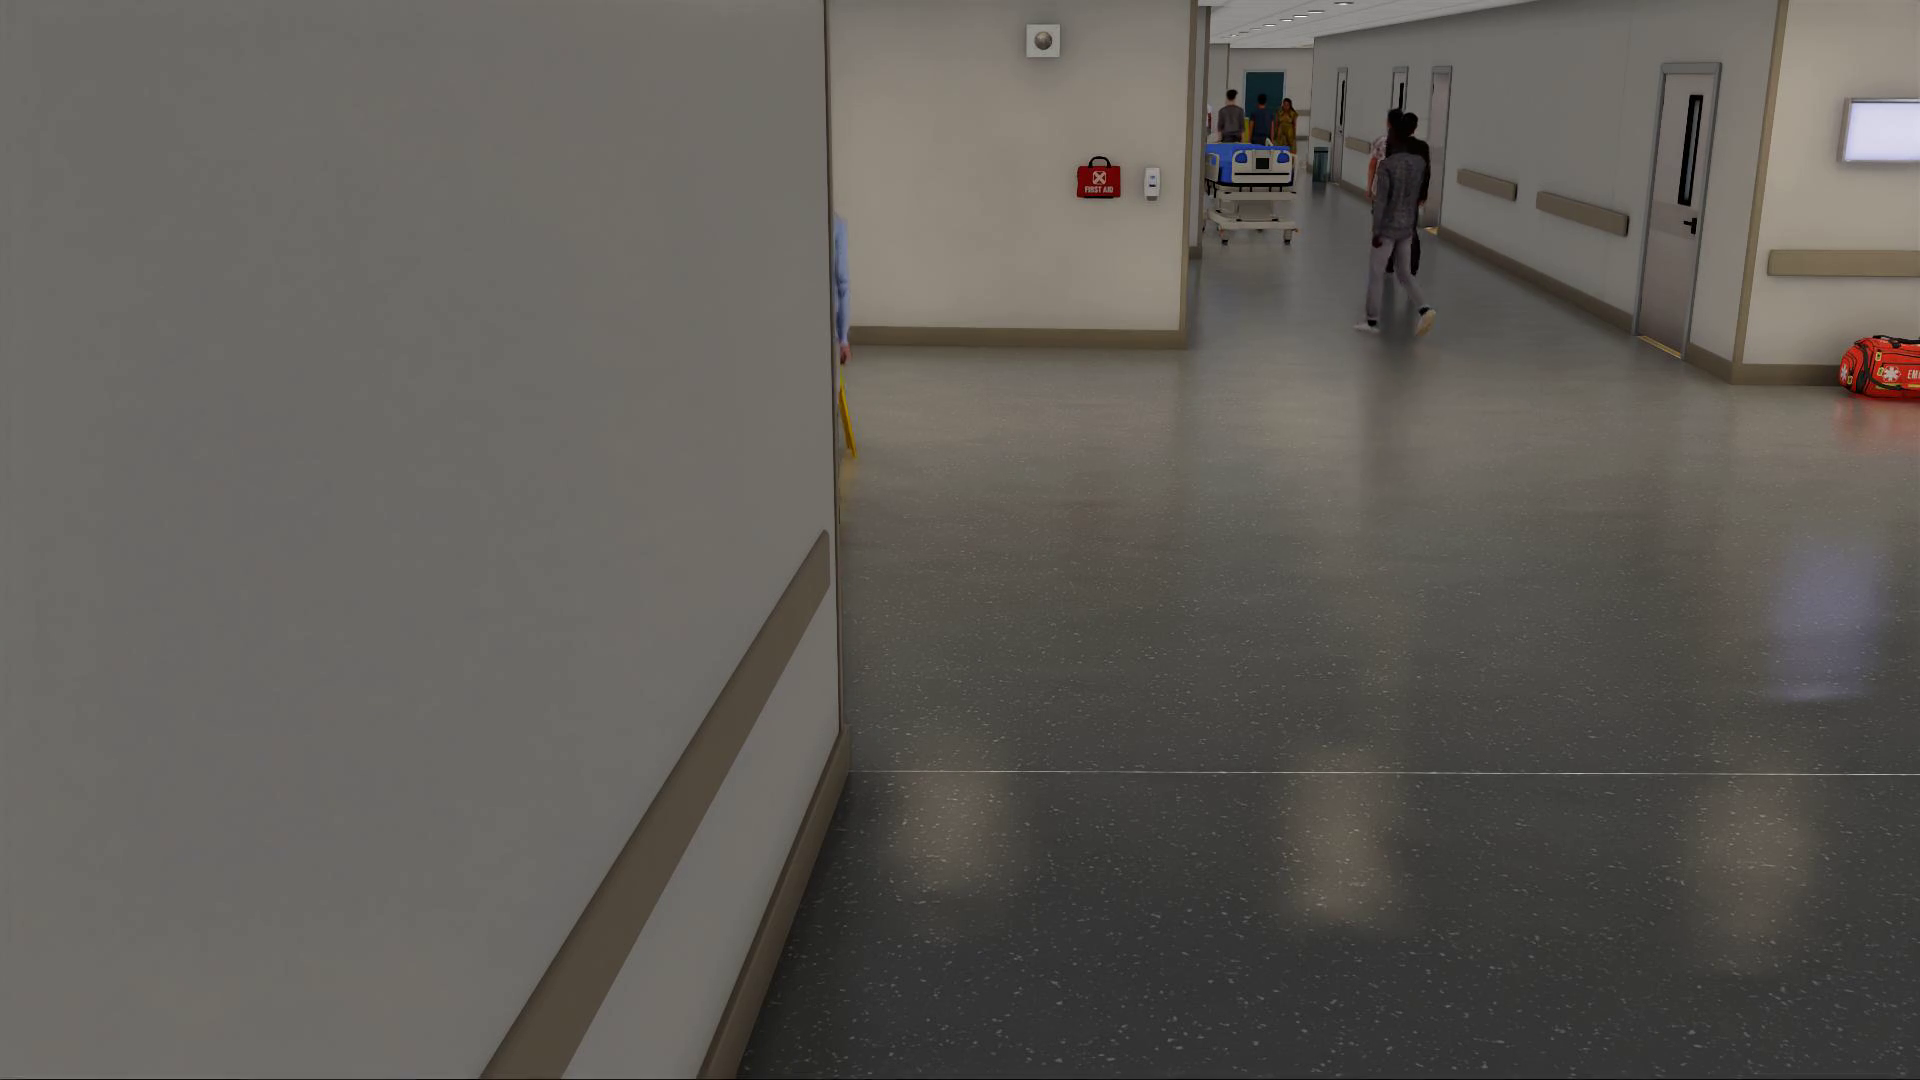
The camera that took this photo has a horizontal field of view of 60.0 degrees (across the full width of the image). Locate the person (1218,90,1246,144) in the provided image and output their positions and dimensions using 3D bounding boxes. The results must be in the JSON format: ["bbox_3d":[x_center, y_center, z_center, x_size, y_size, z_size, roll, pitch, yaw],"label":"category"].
[{"bbox_3d":[5.202,-7.666,31.965,0.815,1.889,0.816,4,16,15],"label":"person"}]

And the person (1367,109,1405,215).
[{"bbox_3d":[5.120,-4.172,19.750,0.987,1.792,0.782,0,16,1],"label":"person"}]

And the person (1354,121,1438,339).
[{"bbox_3d":[3.788,-2.632,14.249,1.147,1.812,1.113,-9,18,-28],"label":"person"}]

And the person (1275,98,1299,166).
[{"bbox_3d":[7.464,-9.257,38.089,1.231,1.629,0.873,3,16,9],"label":"person"}]

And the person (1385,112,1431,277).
[{"bbox_3d":[4.984,-3.826,18.558,1.051,1.773,0.827,0,16,0],"label":"person"}]

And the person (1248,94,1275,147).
[{"bbox_3d":[6.007,-7.981,33.231,0.510,1.807,0.745,-1,16,-2],"label":"person"}]
